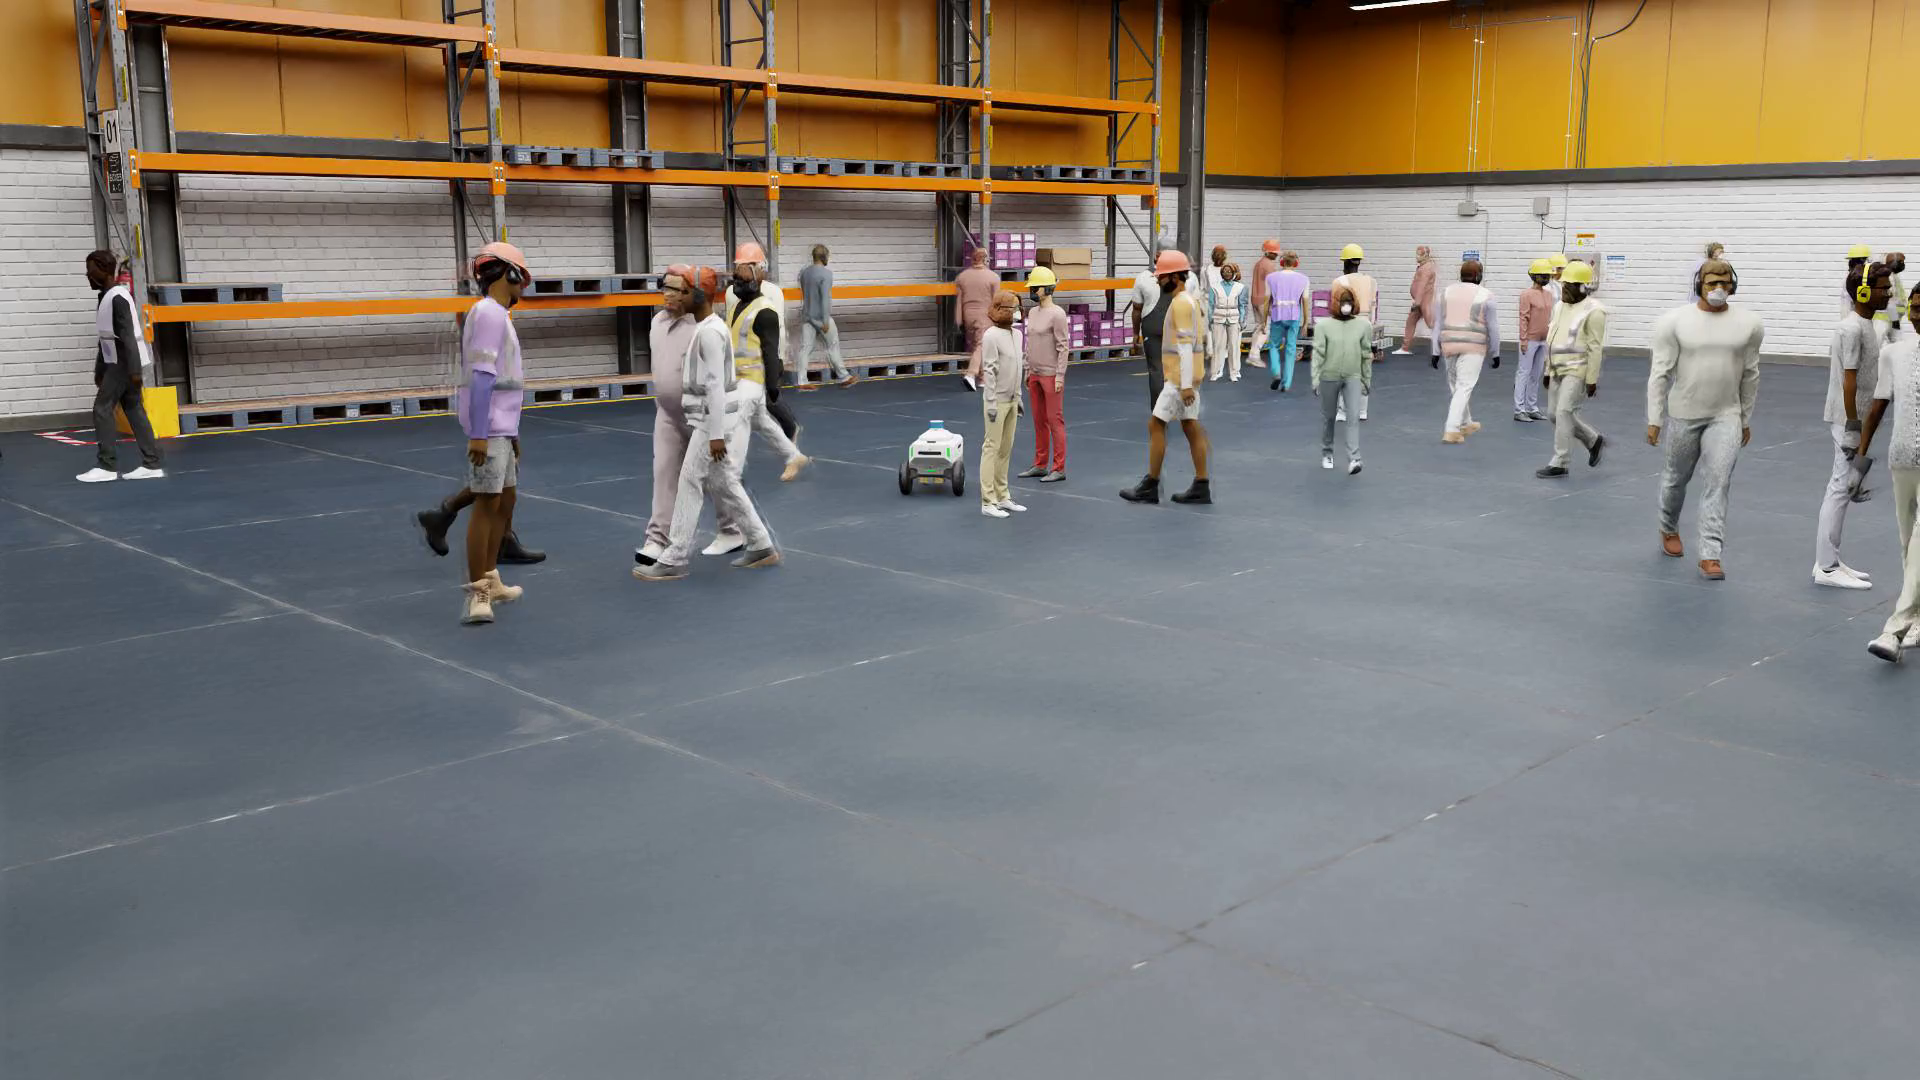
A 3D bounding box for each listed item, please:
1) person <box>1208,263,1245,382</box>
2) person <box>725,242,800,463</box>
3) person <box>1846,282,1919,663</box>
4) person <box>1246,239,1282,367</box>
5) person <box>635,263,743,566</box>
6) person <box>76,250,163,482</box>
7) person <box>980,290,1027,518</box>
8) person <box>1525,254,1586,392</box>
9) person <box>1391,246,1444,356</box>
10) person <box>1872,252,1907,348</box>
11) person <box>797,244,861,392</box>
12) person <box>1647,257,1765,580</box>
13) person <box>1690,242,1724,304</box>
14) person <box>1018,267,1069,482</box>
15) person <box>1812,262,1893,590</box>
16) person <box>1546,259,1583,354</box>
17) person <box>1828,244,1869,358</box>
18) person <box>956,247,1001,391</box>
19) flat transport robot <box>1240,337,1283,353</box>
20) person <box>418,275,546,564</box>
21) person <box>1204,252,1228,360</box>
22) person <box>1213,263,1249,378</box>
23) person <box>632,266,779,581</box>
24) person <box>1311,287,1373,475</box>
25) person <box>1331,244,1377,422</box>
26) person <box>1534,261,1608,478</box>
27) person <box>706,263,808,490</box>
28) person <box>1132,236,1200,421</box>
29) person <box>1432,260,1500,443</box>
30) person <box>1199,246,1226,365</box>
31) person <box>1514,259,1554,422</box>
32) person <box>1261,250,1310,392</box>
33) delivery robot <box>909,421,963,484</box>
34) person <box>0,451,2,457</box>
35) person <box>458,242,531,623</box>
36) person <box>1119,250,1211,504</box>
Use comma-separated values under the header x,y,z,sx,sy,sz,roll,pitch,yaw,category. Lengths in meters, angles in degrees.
x,y,z,sx,sy,sz,roll,pitch,yaw,category
3.689,-3.013,23.070,0.514,1.641,0.309,1,10,3,person
-1.783,-1.666,14.855,0.623,1.970,0.865,5,12,26,person
4.524,-0.325,7.914,0.939,1.818,0.572,-8,13,-36,person
4.645,-3.641,25.606,0.487,1.976,0.749,-2,11,-12,person
-1.680,-0.767,10.251,0.663,1.854,0.944,6,12,31,person
-7.025,-1.418,13.663,0.797,1.887,0.634,-7,12,-32,person
0.323,-0.990,12.051,0.286,1.634,0.500,6,12,29,person
7.611,-2.756,21.273,0.943,1.777,0.620,9,14,40,person
7.874,-4.024,28.009,1.007,1.861,0.628,1,10,7,person
12.700,-3.054,22.870,0.946,1.803,0.624,7,13,34,person
-1.751,-2.874,21.623,0.987,1.889,0.652,-9,14,-42,person
4.501,-0.765,10.123,0.644,1.902,0.989,2,11,11,person
10.938,-3.344,24.105,0.664,1.917,0.714,-9,14,-40,person
0.683,-1.358,13.700,0.326,1.767,0.533,-6,12,-30,person
5.177,-0.662,9.619,0.329,1.872,0.511,5,12,27,person
9.601,-3.604,26.247,0.824,1.668,0.535,8,13,36,person
11.106,-2.712,20.690,0.605,1.908,0.425,-6,12,-31,person
0.239,-2.892,21.799,0.657,1.870,0.948,6,12,31,person
5.014,-3.381,28.809,0.652,0.197,1.431,7,12,33,flat transport robot
-2.934,-0.777,10.139,0.649,1.908,0.580,-2,11,-11,person
4.253,-3.854,27.174,0.538,1.831,0.961,4,11,23,person
3.858,-3.128,23.715,0.498,1.633,0.289,2,11,10,person
-1.485,-0.690,9.871,0.878,1.858,0.631,-2,11,-12,person
3.255,-1.356,14.178,0.524,1.584,0.870,1,10,5,person
4.251,-2.249,18.119,0.590,1.926,0.388,-5,12,-27,person
5.164,-1.422,13.917,0.682,1.814,0.601,-2,11,-13,person
-1.629,-1.318,13.379,0.902,1.809,0.623,-5,12,-27,person
2.196,-2.266,17.903,0.710,2.000,0.928,1,10,3,person
5.001,-1.865,16.426,0.628,1.785,1.001,10,14,44,person
4.041,-3.671,26.098,0.590,1.834,0.983,2,11,10,person
6.275,-2.168,18.119,0.525,1.769,0.315,-8,13,-37,person
4.192,-2.812,21.445,0.608,1.827,0.448,1,10,6,person
-0.185,-0.703,13.175,0.477,0.478,0.707,2,10,8,delivery robot
-8.979,-1.679,14.996,0.368,1.934,0.543,5,11,24,person
-2.476,-0.576,8.862,0.419,1.997,0.789,-2,11,-11,person
1.547,-1.219,12.546,0.821,1.904,0.582,3,11,13,person
